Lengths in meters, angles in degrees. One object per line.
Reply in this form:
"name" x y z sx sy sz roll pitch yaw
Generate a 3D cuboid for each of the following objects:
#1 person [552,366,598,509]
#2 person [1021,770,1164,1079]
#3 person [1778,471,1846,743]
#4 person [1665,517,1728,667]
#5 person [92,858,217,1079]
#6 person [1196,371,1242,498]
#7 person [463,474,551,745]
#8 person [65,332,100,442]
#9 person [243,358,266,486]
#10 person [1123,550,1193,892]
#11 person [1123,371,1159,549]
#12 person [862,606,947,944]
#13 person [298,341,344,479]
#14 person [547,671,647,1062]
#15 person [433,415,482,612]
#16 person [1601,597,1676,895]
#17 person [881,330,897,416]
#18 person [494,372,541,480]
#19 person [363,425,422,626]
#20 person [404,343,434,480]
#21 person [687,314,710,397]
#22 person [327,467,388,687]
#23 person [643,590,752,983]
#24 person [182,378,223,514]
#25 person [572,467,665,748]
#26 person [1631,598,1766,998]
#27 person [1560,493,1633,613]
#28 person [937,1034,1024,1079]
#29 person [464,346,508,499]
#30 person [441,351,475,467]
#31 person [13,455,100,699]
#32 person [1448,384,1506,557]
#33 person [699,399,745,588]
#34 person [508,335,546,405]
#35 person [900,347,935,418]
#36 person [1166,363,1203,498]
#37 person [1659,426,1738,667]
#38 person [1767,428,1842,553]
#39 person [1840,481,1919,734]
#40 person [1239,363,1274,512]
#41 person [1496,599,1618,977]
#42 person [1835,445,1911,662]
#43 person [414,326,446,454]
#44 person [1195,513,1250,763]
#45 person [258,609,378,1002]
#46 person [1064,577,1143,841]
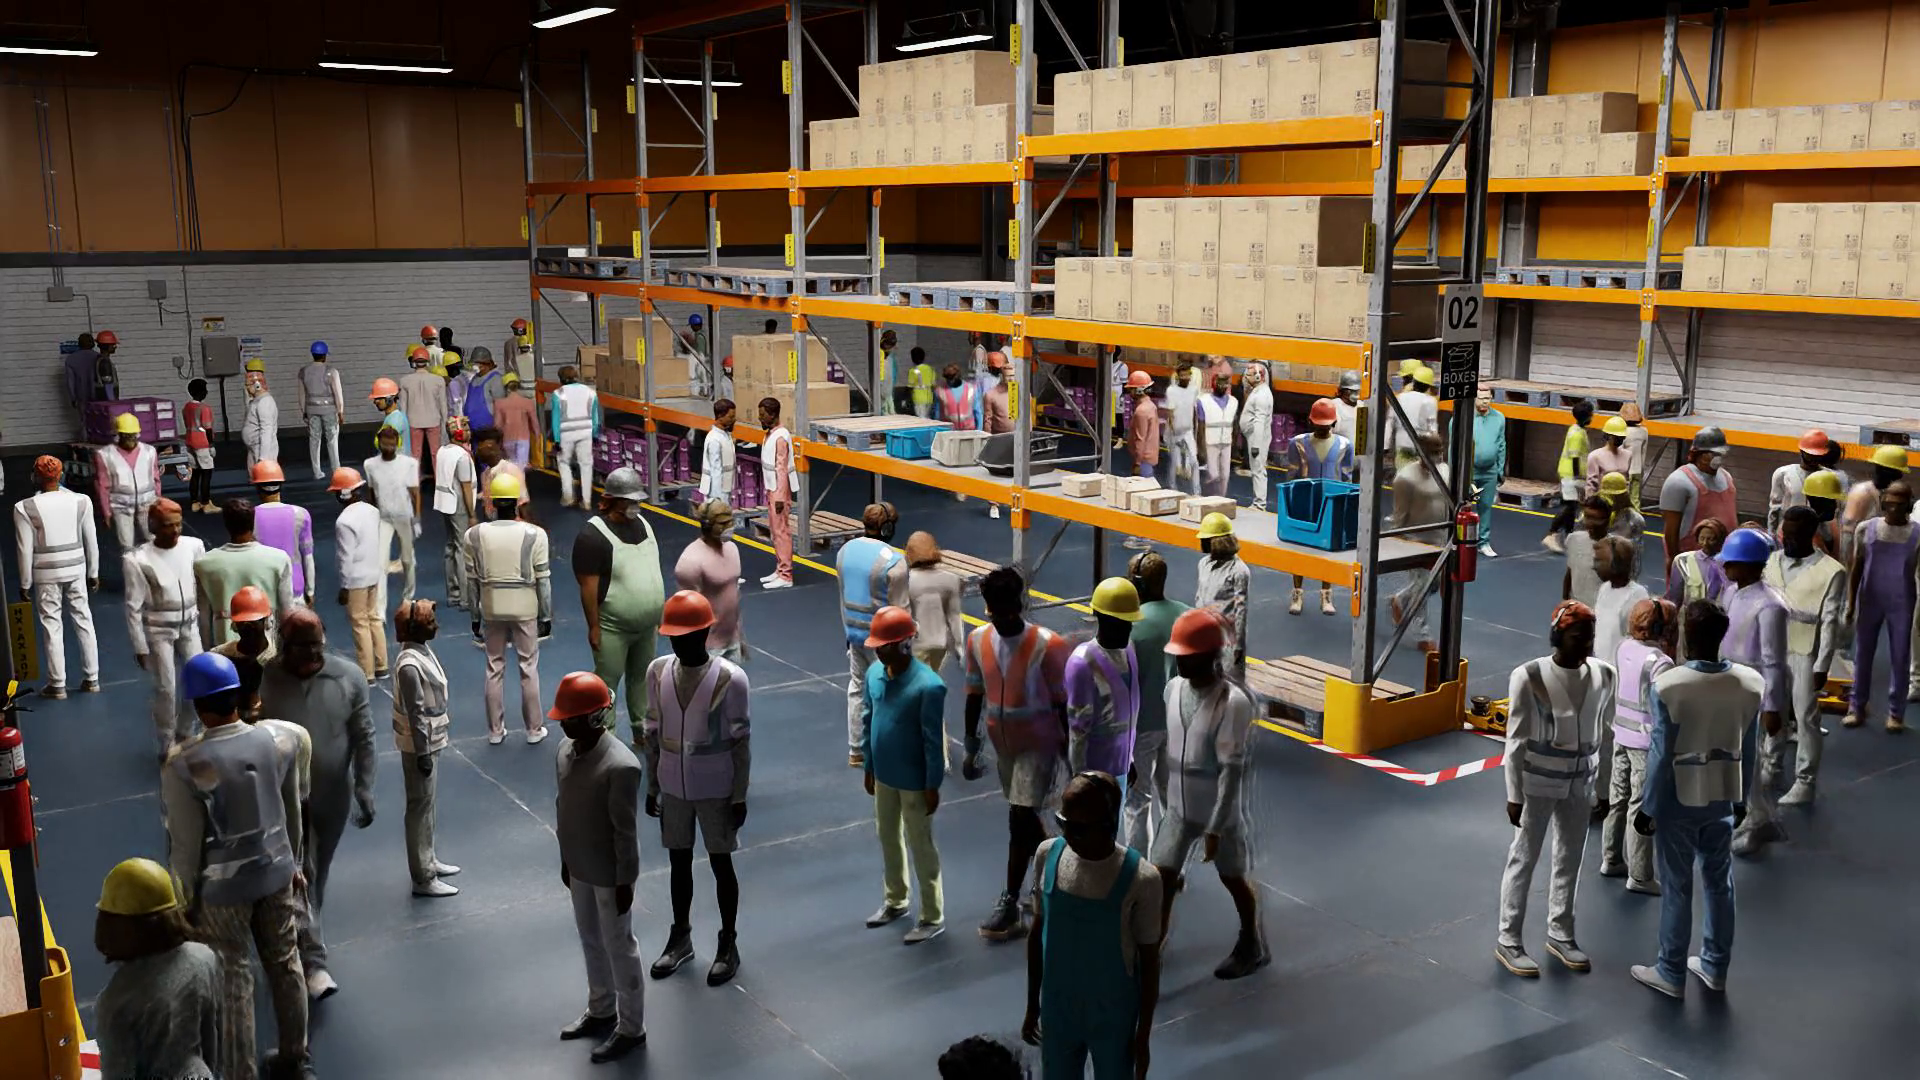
"person" -4.901 -1.306 21.115 0.654 1.815 0.668 -7 13 -32
"person" 0.449 1.673 5.808 0.506 1.839 0.343 7 13 30
"person" 6.014 0.460 11.786 0.585 1.928 0.369 -7 13 -30
"person" 5.203 0.642 11.621 0.526 1.632 0.312 7 13 31
"person" -2.578 1.835 5.275 0.571 1.719 0.506 3 12 17
"person" 3.135 -1.132 20.173 0.611 1.828 0.439 -5 12 -24
"person" -3.153 0.490 11.665 0.587 1.920 0.390 0 11 -1
"person" -13.187 -2.176 25.253 0.627 1.939 0.373 -2 11 -9
"person" -9.654 -1.621 22.879 0.337 1.757 0.518 0 11 -2
"person" 1.025 1.009 8.979 0.633 1.931 0.364 -9 14 -39
"person" 2.020 -0.897 18.594 0.408 1.987 0.613 3 11 14
"person" -0.313 1.188 8.550 0.354 1.737 0.575 -10 15 -43
"person" -8.976 -1.822 23.415 0.615 1.945 0.405 1 11 4
"person" -1.620 1.423 7.343 0.557 1.744 0.346 10 15 42
"person" -4.721 -0.250 15.626 0.393 1.847 0.563 -9 14 -39
"person" 3.749 1.119 9.151 0.309 1.641 0.513 -2 11 -10
"person" -1.158 -2.506 27.179 0.335 1.845 0.513 1 11 4
"person" -5.641 -1.261 21.137 0.549 1.718 0.905 -1 11 -3
"person" -5.147 -0.138 15.157 0.509 1.809 0.948 -2 11 -11
"person" -7.570 -1.804 23.377 0.366 1.928 0.585 -2 11 -12
"person" -4.697 -3.103 29.997 0.397 1.939 0.602 -1 11 -4
"person" -4.765 0.289 13.115 0.346 1.746 0.572 1 11 4
"person" -1.283 1.187 8.041 0.552 1.937 0.356 3 12 16
"person" -9.462 -1.166 20.728 0.530 1.689 0.322 9 14 37
"person" -2.254 0.502 11.285 0.535 2.000 0.681 8 13 34
"person" 3.501 1.226 7.892 0.591 1.917 0.379 -3 11 -14
"person" 4.361 0.566 11.564 0.567 1.807 0.938 10 15 42
"person" 0.074 2.051 4.299 0.748 1.676 0.541 -11 15 -44
"person" -6.162 -1.510 21.578 0.536 2.000 0.684 -11 15 -43
"person" -6.652 -1.541 22.062 0.392 1.916 0.587 0 11 -2
"person" -6.937 0.282 12.809 0.343 1.882 0.585 10 15 40
"person" 5.613 -0.745 18.041 0.644 1.900 0.399 -2 11 -10
"person" -2.378 -0.455 16.528 0.405 1.909 0.597 0 11 0
"person" -6.821 -2.310 26.242 0.595 1.827 0.403 -3 11 -15
"person" -0.692 -2.163 25.892 0.808 1.658 0.540 8 14 36
"person" 2.896 -1.343 21.269 0.522 1.824 0.888 -4 12 -19
"person" 5.983 0.089 13.398 0.682 2.000 0.536 -5 12 -25
"person" 7.162 0.003 14.143 0.549 1.925 0.389 4 12 19
"person" 6.652 0.478 11.949 0.507 1.835 0.365 9 14 39
"person" 3.637 -1.223 20.477 0.399 1.901 0.643 2 11 8
"person" 2.914 1.206 8.121 0.571 1.877 0.346 -3 11 -13
"person" 7.271 0.173 13.321 0.478 1.897 0.605 10 15 41
"person" -8.204 -2.331 25.893 0.621 1.997 0.372 -10 15 -41
"person" 1.744 0.669 11.230 0.338 1.732 0.489 -7 13 -30
"person" -3.116 1.241 7.995 0.643 1.846 1.030 -9 14 -39
"person" 0.744 1.124 8.400 0.383 1.922 0.593 7 13 31
